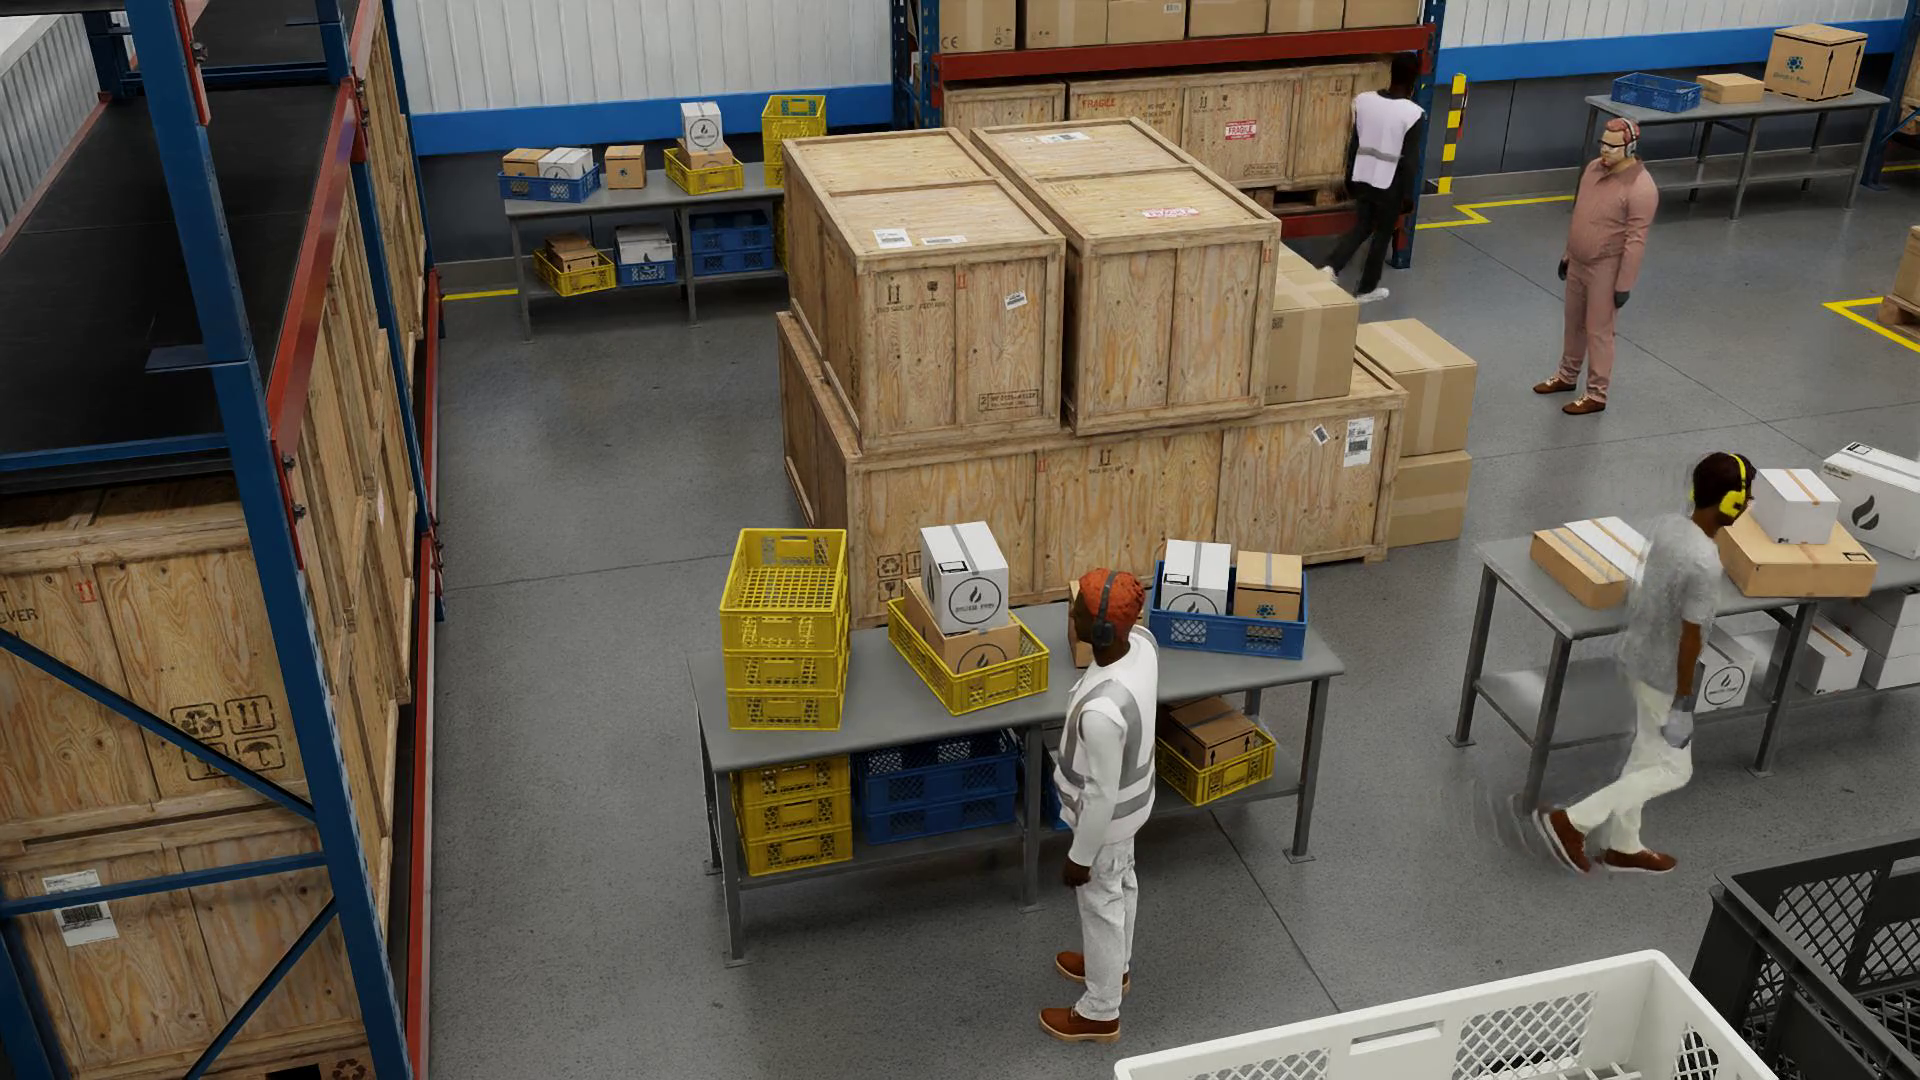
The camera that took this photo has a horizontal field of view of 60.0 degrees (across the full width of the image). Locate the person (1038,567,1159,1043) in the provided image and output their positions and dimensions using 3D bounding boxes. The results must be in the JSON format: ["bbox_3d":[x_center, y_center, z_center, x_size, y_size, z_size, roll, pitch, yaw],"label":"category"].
[{"bbox_3d":[0.486,0.927,5.748,0.355,1.882,0.575,8,30,14],"label":"person"}]

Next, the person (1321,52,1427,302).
[{"bbox_3d":[3.037,-2.602,12.142,0.628,1.882,0.624,-21,35,-33],"label":"person"}]

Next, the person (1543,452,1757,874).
[{"bbox_3d":[2.718,0.536,6.505,0.537,1.837,0.605,2,29,4],"label":"person"}]

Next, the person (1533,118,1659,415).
[{"bbox_3d":[4.043,-1.733,10.566,0.401,1.899,0.651,-7,30,-12],"label":"person"}]
